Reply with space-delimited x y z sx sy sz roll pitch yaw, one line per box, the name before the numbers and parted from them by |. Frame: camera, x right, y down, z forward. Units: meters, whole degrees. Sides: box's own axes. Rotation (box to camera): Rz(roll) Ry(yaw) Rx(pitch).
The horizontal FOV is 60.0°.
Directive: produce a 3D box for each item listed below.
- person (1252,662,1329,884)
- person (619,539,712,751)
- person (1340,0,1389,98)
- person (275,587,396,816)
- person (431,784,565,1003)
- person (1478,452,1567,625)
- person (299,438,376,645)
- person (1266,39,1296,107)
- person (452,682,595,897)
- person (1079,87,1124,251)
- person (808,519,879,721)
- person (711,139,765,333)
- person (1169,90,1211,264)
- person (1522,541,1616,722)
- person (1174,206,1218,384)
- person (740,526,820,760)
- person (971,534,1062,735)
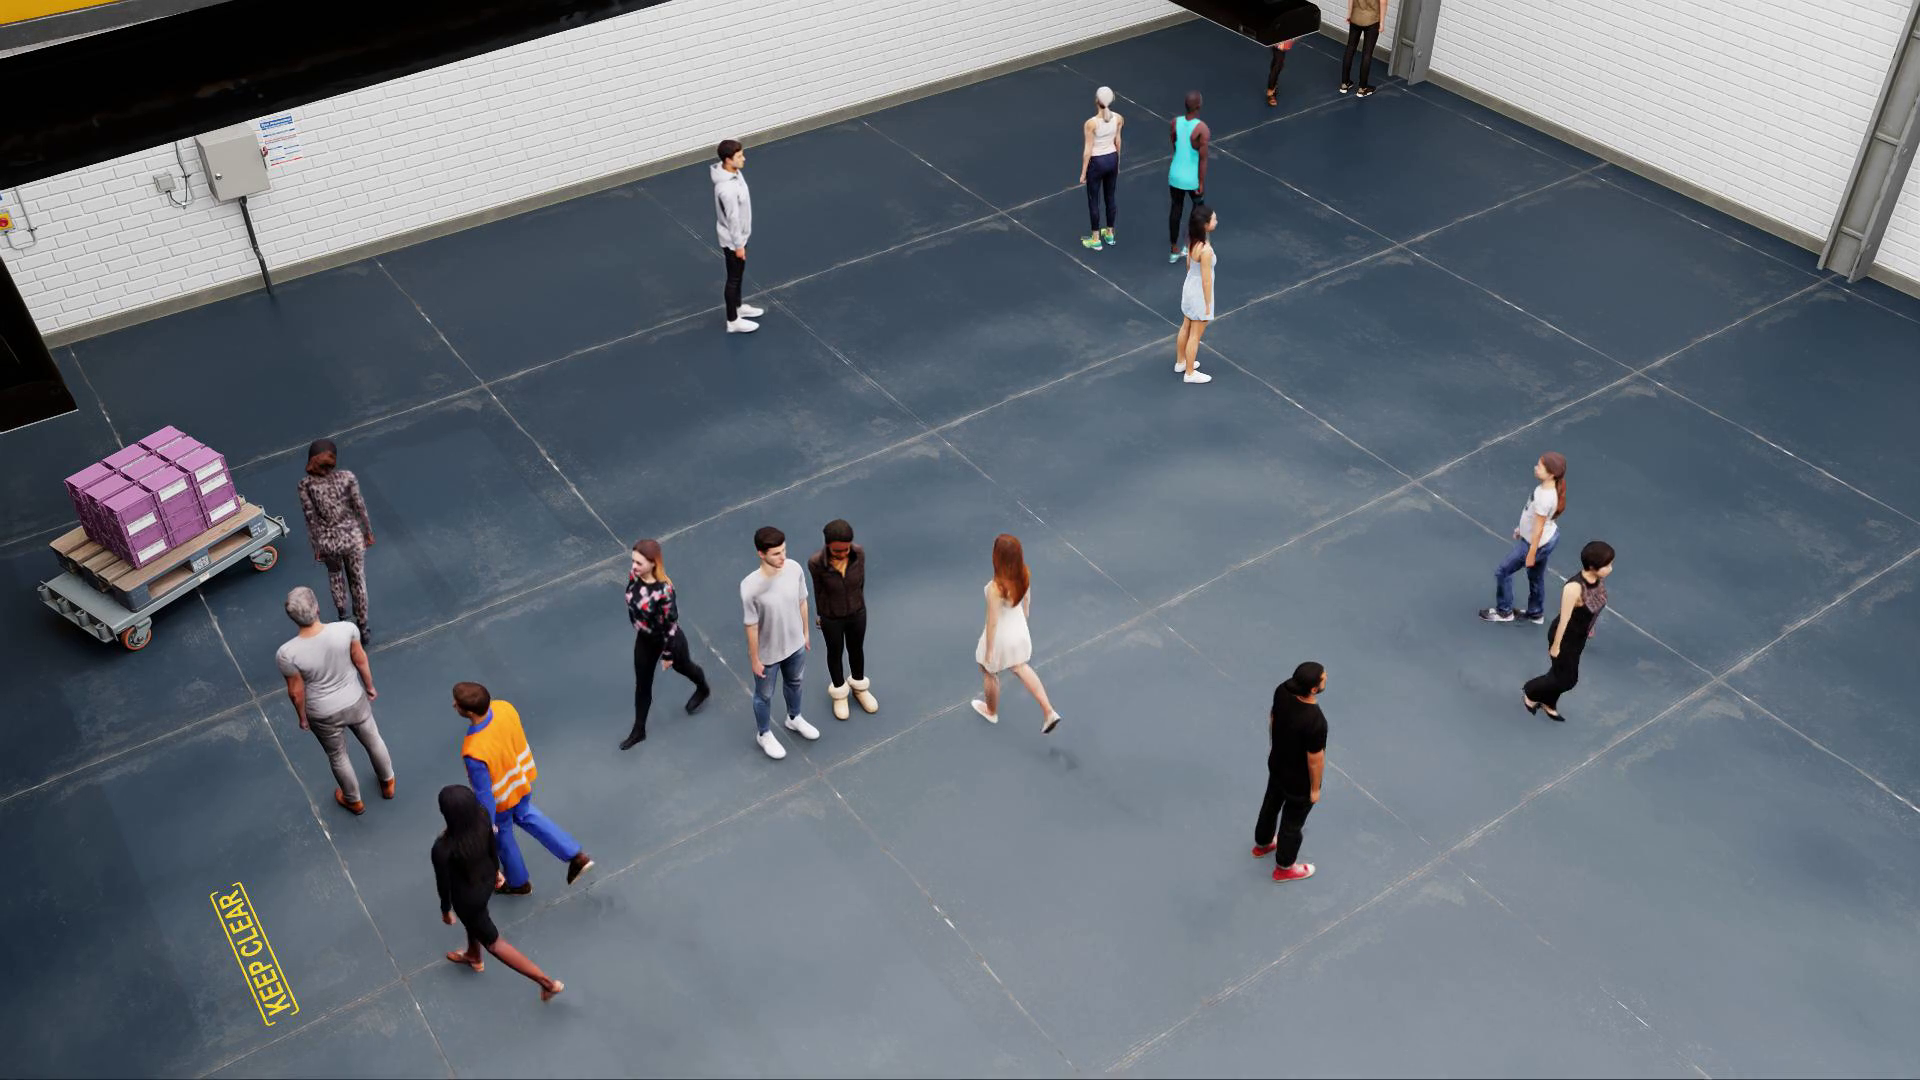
person | 2.091 1.433 10.427 0.716 1.758 0.541 -17 42 -21
person | -2.007 0.646 11.508 1.075 1.640 0.885 25 45 28
person | 4.871 -6.279 20.009 0.601 1.852 0.776 27 46 30
person | -4.063 1.058 10.840 0.690 1.828 0.553 -25 45 -28
person | -2.755 2.073 9.676 1.189 1.694 1.041 11 40 14
person | 4.355 0.023 12.365 0.780 1.543 0.676 21 43 24
person | -4.548 0.049 12.212 0.670 1.692 0.725 -16 41 -19
person | 3.840 -6.043 19.847 0.778 1.684 0.837 15 41 17
person | -2.726 1.555 10.200 1.107 1.851 1.006 13 40 15
person | 1.461 -3.809 17.029 0.653 1.711 0.644 -17 42 -20
person | -0.831 0.500 11.674 0.662 1.659 0.608 -23 44 -26
person | -2.143 -2.887 15.702 0.823 1.926 0.716 -2 39 -3
person | 2.209 -3.601 16.697 0.665 1.800 0.760 23 44 26
person | 4.176 0.628 11.571 0.631 1.588 0.637 -31 48 -33
person | 2.140 -2.230 15.035 0.713 1.731 0.578 -10 40 -12
person | -1.250 0.673 11.275 0.702 1.886 0.629 -31 48 -33
person | 0.387 0.696 11.403 1.006 1.692 0.661 32 48 33
